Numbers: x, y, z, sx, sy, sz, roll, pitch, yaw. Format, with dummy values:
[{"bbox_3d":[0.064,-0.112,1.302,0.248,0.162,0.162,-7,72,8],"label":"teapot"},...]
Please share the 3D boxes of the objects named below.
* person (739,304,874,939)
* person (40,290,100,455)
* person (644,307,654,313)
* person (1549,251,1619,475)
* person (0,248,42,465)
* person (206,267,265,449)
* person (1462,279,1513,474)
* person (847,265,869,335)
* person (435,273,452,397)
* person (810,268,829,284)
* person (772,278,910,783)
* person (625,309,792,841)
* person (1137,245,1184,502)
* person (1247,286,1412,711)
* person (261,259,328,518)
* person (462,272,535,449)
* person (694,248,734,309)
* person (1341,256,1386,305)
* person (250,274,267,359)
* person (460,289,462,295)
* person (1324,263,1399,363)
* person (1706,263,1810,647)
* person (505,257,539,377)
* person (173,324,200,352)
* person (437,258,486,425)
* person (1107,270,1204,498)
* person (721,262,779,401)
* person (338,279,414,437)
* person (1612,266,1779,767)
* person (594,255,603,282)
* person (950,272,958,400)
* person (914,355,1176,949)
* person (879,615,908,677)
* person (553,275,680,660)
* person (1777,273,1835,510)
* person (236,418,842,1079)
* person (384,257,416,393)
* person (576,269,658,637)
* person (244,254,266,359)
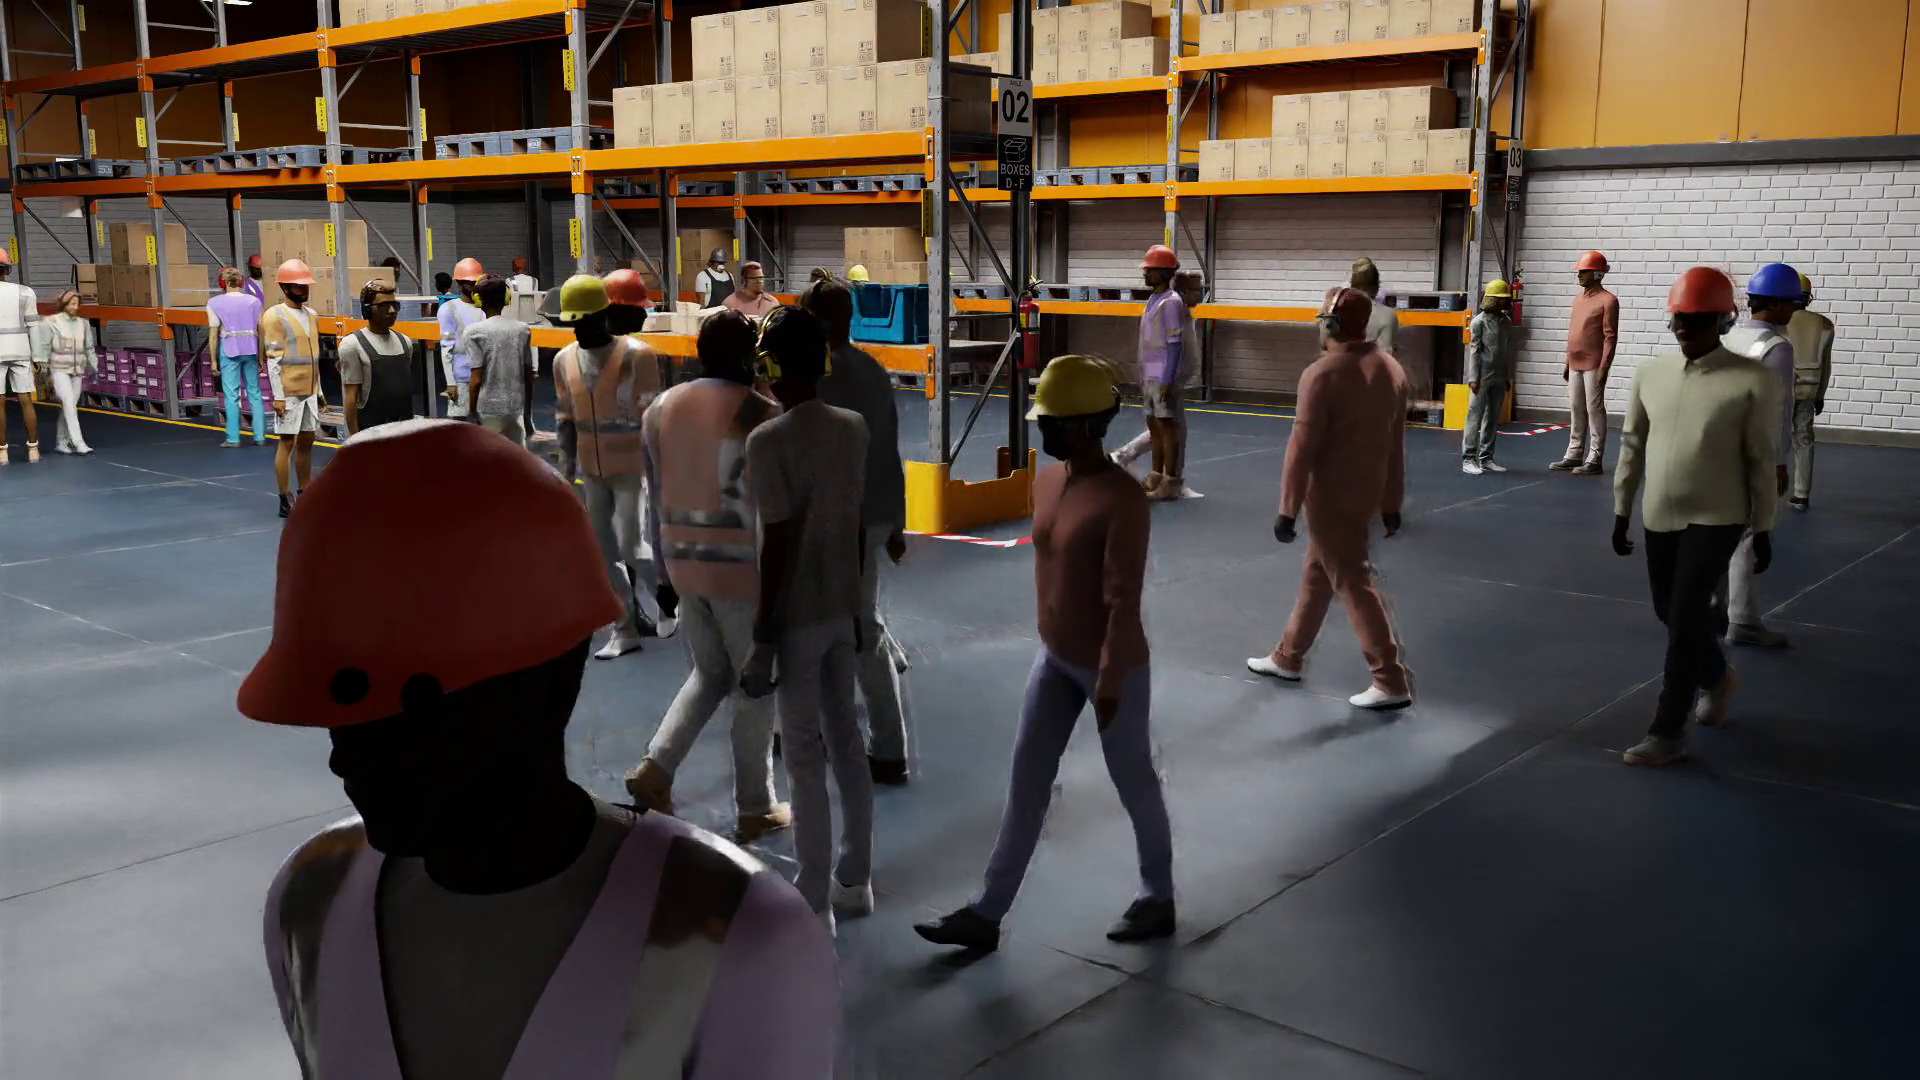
[{"bbox_3d":[-0.459,0.248,4.876,0.335,1.865,0.520,7,12,33],"label":"person"},{"bbox_3d":[-8.626,-1.621,16.215,0.785,1.601,0.530,4,11,24],"label":"person"},{"bbox_3d":[-3.945,-2.390,20.453,0.553,1.668,0.587,-9,13,-42],"label":"person"},{"bbox_3d":[5.618,-1.580,14.904,0.378,1.996,0.611,-3,10,-14],"label":"person"},{"bbox_3d":[-8.937,-1.721,15.563,0.608,2.048,0.365,-8,13,-40],"label":"person"},{"bbox_3d":[-7.301,-1.839,16.848,0.387,1.837,0.567,8,13,39],"label":"person"},{"bbox_3d":[4.776,-1.461,14.947,0.491,1.743,0.324,-6,12,-30],"label":"person"},{"bbox_3d":[-1.162,-2.209,18.956,0.602,1.827,0.404,-7,12,-36],"label":"person"},{"bbox_3d":[-6.988,-2.797,22.710,0.322,1.688,0.547,-1,10,-8],"label":"person"},{"bbox_3d":[-1.460,-2.055,18.120,0.963,1.819,0.569,-5,11,-27],"label":"person"},{"bbox_3d":[-0.540,-0.033,6.359,0.851,1.904,0.655,3,10,17],"label":"person"},{"bbox_3d":[-0.807,0.145,5.575,0.638,1.822,0.545,7,12,34],"label":"person"},{"bbox_3d":[1.582,-1.330,13.336,0.365,2.048,0.607,-2,10,-13],"label":"person"},{"bbox_3d":[1.690,-0.196,7.433,0.659,1.860,0.980,-9,13,-41],"label":"person"},{"bbox_3d":[-4.969,-1.134,12.529,0.378,1.938,0.547,3,10,16],"label":"person"},{"bbox_3d":[-2.989,-0.789,10.777,0.330,1.866,0.512,8,13,39],"label":"person"},{"bbox_3d":[-3.642,-3.420,25.251,0.537,2.000,0.679,10,14,44],"label":"person"},{"bbox_3d":[4.394,-2.150,18.335,0.629,1.931,0.357,9,13,41],"label":"person"},{"bbox_3d":[-11.694,-3.775,27.865,0.452,1.827,0.646,-3,10,-16],"label":"person"},{"bbox_3d":[-9.340,-4.382,31.890,0.501,1.633,0.282,-8,13,-40],"label":"person"},{"bbox_3d":[2.997,-1.136,12.621,0.750,1.918,0.630,-9,14,-42],"label":"person"},{"bbox_3d":[4.067,-0.434,8.526,0.407,1.942,0.615,-1,10,-4],"label":"person"},{"bbox_3d":[-6.860,-3.484,26.074,0.576,1.881,0.354,-9,14,-42],"label":"person"},{"bbox_3d":[-12.485,-3.481,26.758,0.502,1.633,0.280,-3,10,-16],"label":"person"},{"bbox_3d":[-4.040,-1.356,13.790,0.373,1.939,0.545,7,12,33],"label":"person"},{"bbox_3d":[1.607,-1.269,13.551,0.766,1.866,0.654,4,11,20],"label":"person"},{"bbox_3d":[-1.880,-1.587,15.243,0.647,1.900,0.395,-9,13,-42],"label":"person"},{"bbox_3d":[-3.333,-0.582,9.650,0.339,1.845,0.514,5,11,26],"label":"person"},{"bbox_3d":[2.994,-0.121,6.728,0.940,1.963,0.635,-7,12,-36],"label":"person"},{"bbox_3d":[-5.967,-3.712,27.302,0.403,1.906,0.652,-5,11,-27],"label":"person"},{"bbox_3d":[-0.243,-2.779,22.194,0.404,1.833,0.589,-4,11,-19],"label":"person"},{"bbox_3d":[0.306,0.344,4.722,0.821,1.719,0.538,-7,12,-33],"label":"person"},{"bbox_3d":[-0.508,-0.064,7.351,0.439,1.613,0.511,6,12,32],"label":"person"},{"bbox_3d":[-1.704,-0.359,8.225,0.638,1.895,0.547,4,11,23],"label":"person"},{"bbox_3d":[6.421,-1.145,12.893,0.598,1.830,0.403,-1,10,-5],"label":"person"},{"bbox_3d":[-0.363,0.851,1.353,0.571,1.883,0.980,3,10,16],"label":"person"},{"bbox_3d":[-7.844,-2.960,23.070,0.646,1.881,0.621,-7,12,-33],"label":"person"},{"bbox_3d":[-1.876,-0.434,8.587,0.679,1.922,0.568,2,10,11],"label":"person"},{"bbox_3d":[-10.000,-3.100,23.733,0.375,1.934,0.547,3,11,19],"label":"person"}]
